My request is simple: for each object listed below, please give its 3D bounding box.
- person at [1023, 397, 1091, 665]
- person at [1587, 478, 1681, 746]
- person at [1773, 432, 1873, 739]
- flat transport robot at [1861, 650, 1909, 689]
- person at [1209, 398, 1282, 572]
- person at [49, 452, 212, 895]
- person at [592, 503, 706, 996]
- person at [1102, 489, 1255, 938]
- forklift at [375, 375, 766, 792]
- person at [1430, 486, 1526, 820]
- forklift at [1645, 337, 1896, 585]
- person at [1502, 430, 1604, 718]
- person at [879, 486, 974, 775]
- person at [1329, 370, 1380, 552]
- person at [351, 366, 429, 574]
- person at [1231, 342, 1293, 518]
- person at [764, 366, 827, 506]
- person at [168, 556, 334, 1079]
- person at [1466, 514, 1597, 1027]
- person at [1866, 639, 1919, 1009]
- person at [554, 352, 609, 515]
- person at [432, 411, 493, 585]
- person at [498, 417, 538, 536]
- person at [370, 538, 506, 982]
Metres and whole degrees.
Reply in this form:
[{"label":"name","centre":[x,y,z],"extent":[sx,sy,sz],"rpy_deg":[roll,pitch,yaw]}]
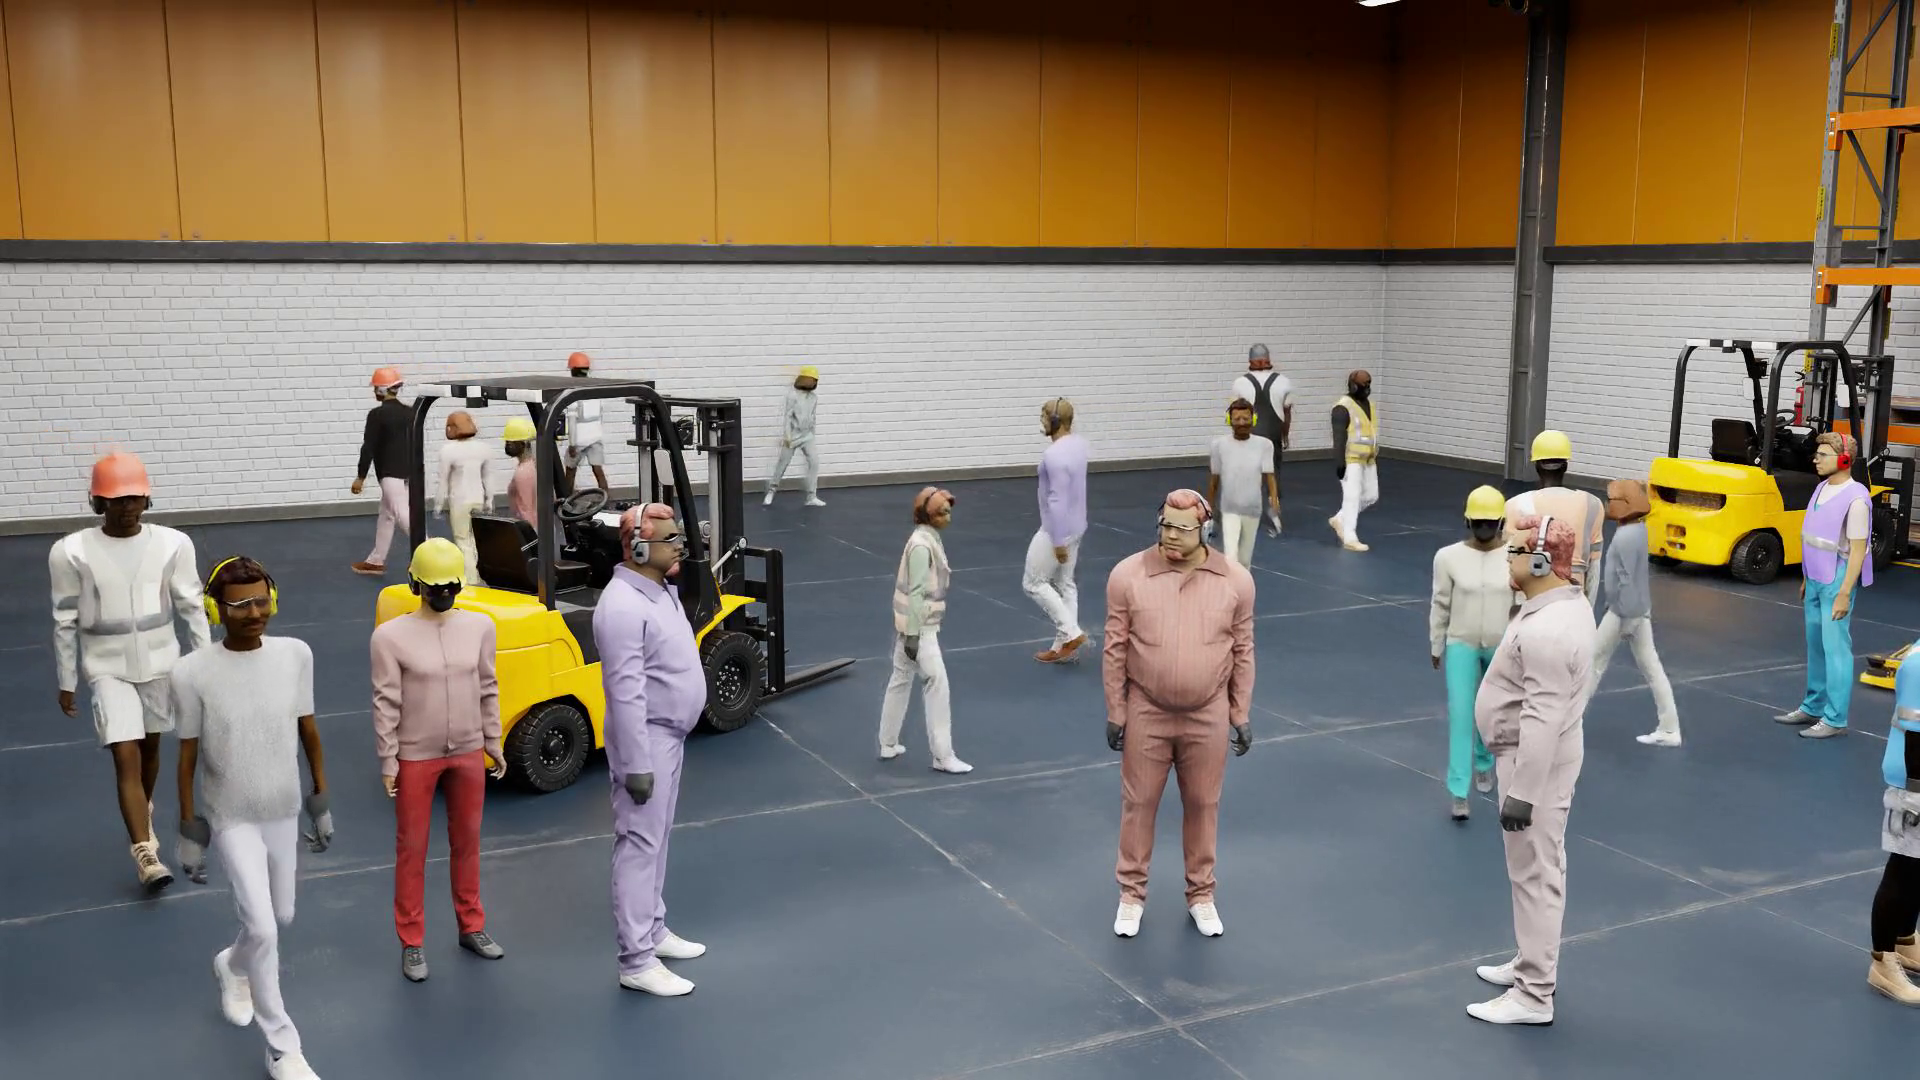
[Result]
[{"label":"person","centre":[0.676,-0.051,11.763],"extent":[0.430,1.924,0.634],"rpy_deg":[4,10,22]},{"label":"person","centre":[3.905,0.420,9.881],"extent":[0.877,1.579,0.512],"rpy_deg":[6,11,35]},{"label":"person","centre":[5.244,0.271,10.002],"extent":[0.390,1.846,0.565],"rpy_deg":[1,9,3]},{"label":"flat transport robot","centre":[6.796,0.908,10.927],"extent":[1.431,0.197,0.652],"rpy_deg":[8,12,41]},{"label":"person","centre":[2.211,-0.185,12.899],"extent":[0.544,1.818,0.960],"rpy_deg":[0,9,1]},{"label":"person","centre":[-3.783,0.583,7.657],"extent":[0.627,1.977,1.101],"rpy_deg":[-7,12,-38]},{"label":"person","centre":[-1.194,0.801,6.529],"extent":[0.406,1.911,0.636],"rpy_deg":[0,9,0]},{"label":"person","centre":[0.918,0.730,6.987],"extent":[0.641,1.904,0.401],"rpy_deg":[0,9,2]},{"label":"forklift","centre":[-2.268,0.149,9.685],"extent":[1.214,2.155,2.313],"rpy_deg":[6,11,32]},{"label":"person","centre":[2.714,0.556,8.653],"extent":[0.523,1.712,0.919],"rpy_deg":[2,9,13]},{"label":"forklift","centre":[7.551,-0.789,15.507],"extent":[2.313,2.155,1.214],"rpy_deg":[-4,10,-25]},{"label":"person","centre":[3.262,0.351,9.271],"extent":[0.590,1.923,0.383],"rpy_deg":[-1,9,-7]},{"label":"person","centre":[-0.206,0.496,9.334],"extent":[0.560,1.606,0.577],"rpy_deg":[0,9,0]},{"label":"person","centre":[3.960,-0.804,16.751],"extent":[0.648,1.824,0.503],"rpy_deg":[-8,12,-40]},{"label":"person","centre":[-5.133,-0.605,15.166],"extent":[1.038,1.952,0.623],"rpy_deg":[2,9,14]},{"label":"person","centre":[3.348,-1.203,18.549],"extent":[0.686,2.000,0.716],"rpy_deg":[1,9,5]},{"label":"person","centre":[-2.005,-1.253,19.948],"extent":[0.541,1.687,0.763],"rpy_deg":[-9,13,-43]},{"label":"person","centre":[-2.493,0.946,5.843],"extent":[0.841,1.847,0.521],"rpy_deg":[8,12,42]},{"label":"person","centre":[2.128,0.851,6.221],"extent":[0.408,1.908,0.641],"rpy_deg":[4,10,24]},{"label":"person","centre":[3.739,0.927,6.395],"extent":[0.540,1.695,0.318],"rpy_deg":[-9,12,-43]},{"label":"person","centre":[-4.284,-1.156,18.709],"extent":[0.962,1.888,0.574],"rpy_deg":[7,12,37]},{"label":"person","centre":[-4.238,-0.294,14.222],"extent":[0.387,1.619,0.508],"rpy_deg":[6,11,32]},{"label":"person","centre":[-3.084,-0.031,12.173],"extent":[0.682,1.745,0.531],"rpy_deg":[0,9,3]},{"label":"person","centre":[-2.065,0.857,6.642],"extent":[0.523,1.761,0.323],"rpy_deg":[-8,12,-40]}]
